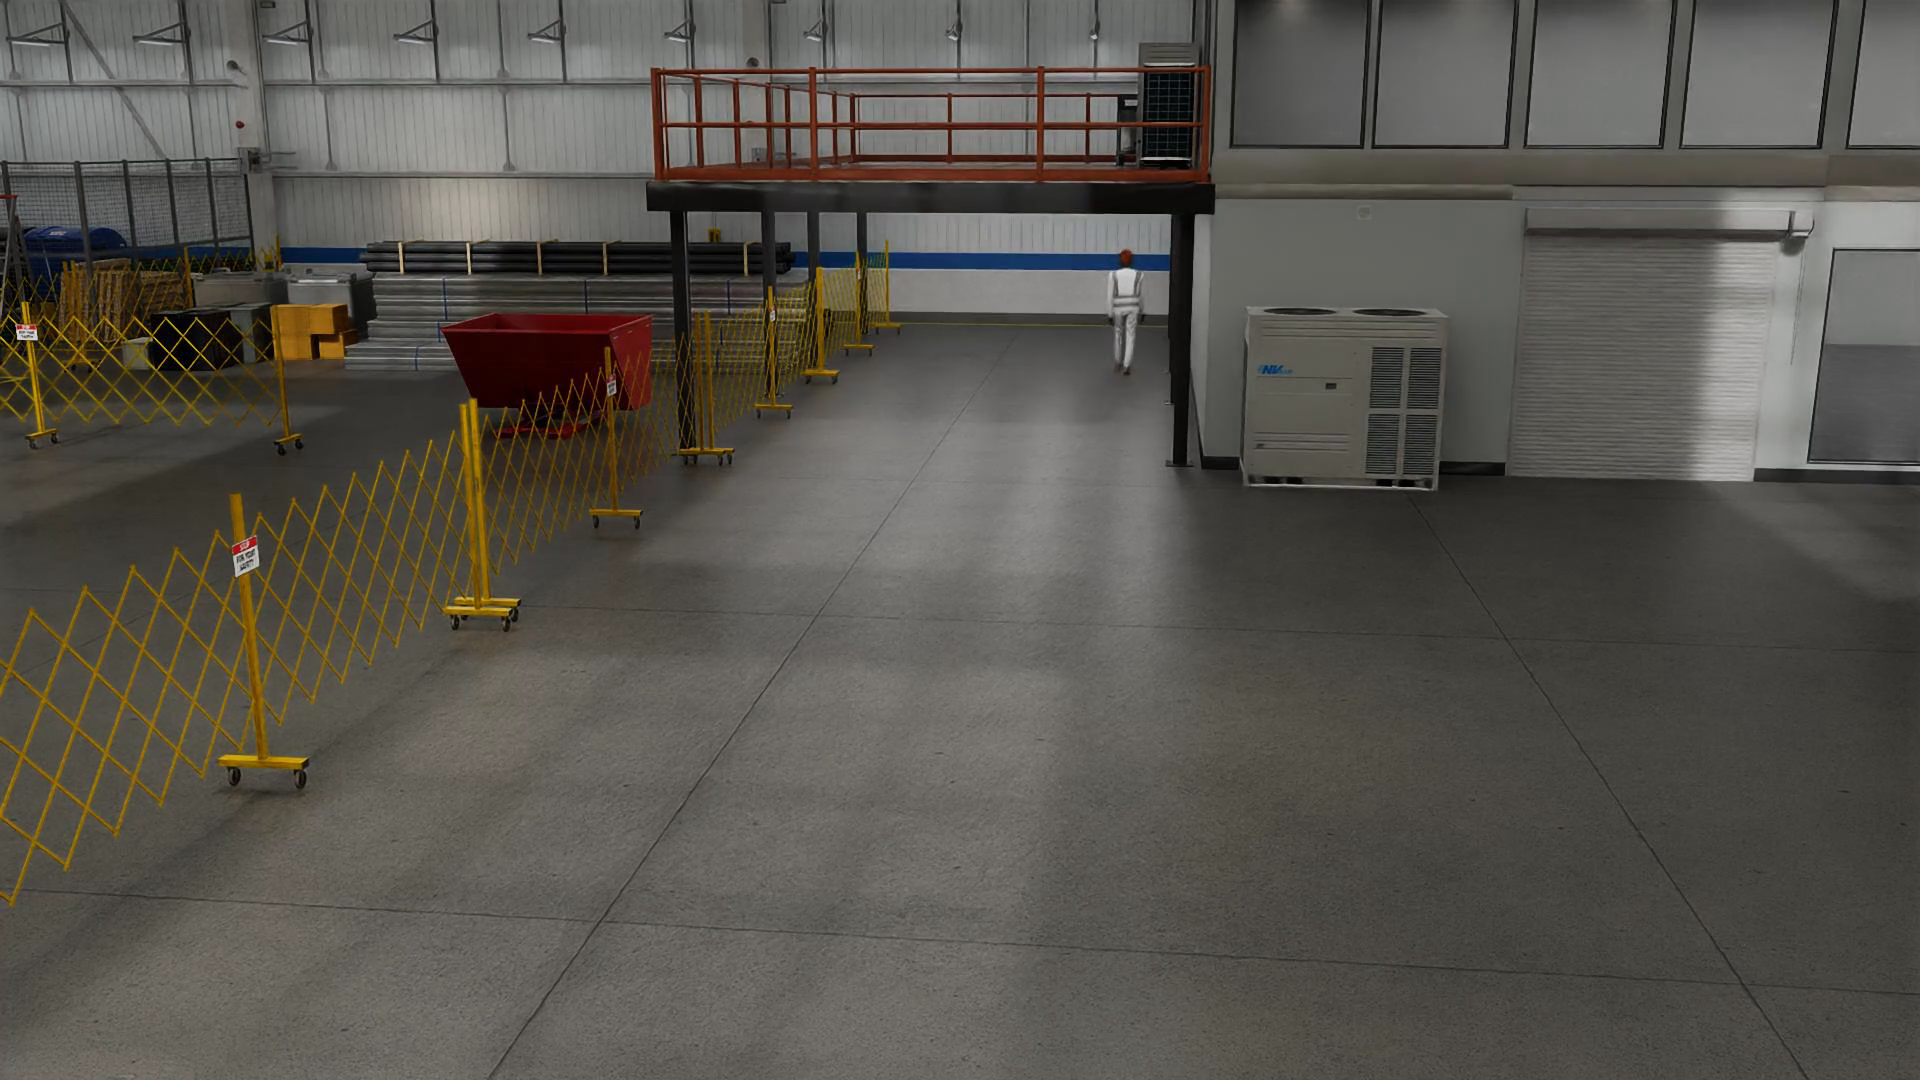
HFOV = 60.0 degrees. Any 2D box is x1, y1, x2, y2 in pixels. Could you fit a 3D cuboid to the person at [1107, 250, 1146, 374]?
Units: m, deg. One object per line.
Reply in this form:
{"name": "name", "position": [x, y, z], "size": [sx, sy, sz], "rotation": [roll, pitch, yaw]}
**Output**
{"name": "person", "position": [2.491, -3.421, 24.967], "size": [0.575, 1.842, 0.985], "rotation": [2, 14, 7]}

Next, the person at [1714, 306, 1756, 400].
{"name": "person", "position": [9.327, -2.237, 20.029], "size": [0.670, 1.868, 0.688], "rotation": [12, 18, 39]}
